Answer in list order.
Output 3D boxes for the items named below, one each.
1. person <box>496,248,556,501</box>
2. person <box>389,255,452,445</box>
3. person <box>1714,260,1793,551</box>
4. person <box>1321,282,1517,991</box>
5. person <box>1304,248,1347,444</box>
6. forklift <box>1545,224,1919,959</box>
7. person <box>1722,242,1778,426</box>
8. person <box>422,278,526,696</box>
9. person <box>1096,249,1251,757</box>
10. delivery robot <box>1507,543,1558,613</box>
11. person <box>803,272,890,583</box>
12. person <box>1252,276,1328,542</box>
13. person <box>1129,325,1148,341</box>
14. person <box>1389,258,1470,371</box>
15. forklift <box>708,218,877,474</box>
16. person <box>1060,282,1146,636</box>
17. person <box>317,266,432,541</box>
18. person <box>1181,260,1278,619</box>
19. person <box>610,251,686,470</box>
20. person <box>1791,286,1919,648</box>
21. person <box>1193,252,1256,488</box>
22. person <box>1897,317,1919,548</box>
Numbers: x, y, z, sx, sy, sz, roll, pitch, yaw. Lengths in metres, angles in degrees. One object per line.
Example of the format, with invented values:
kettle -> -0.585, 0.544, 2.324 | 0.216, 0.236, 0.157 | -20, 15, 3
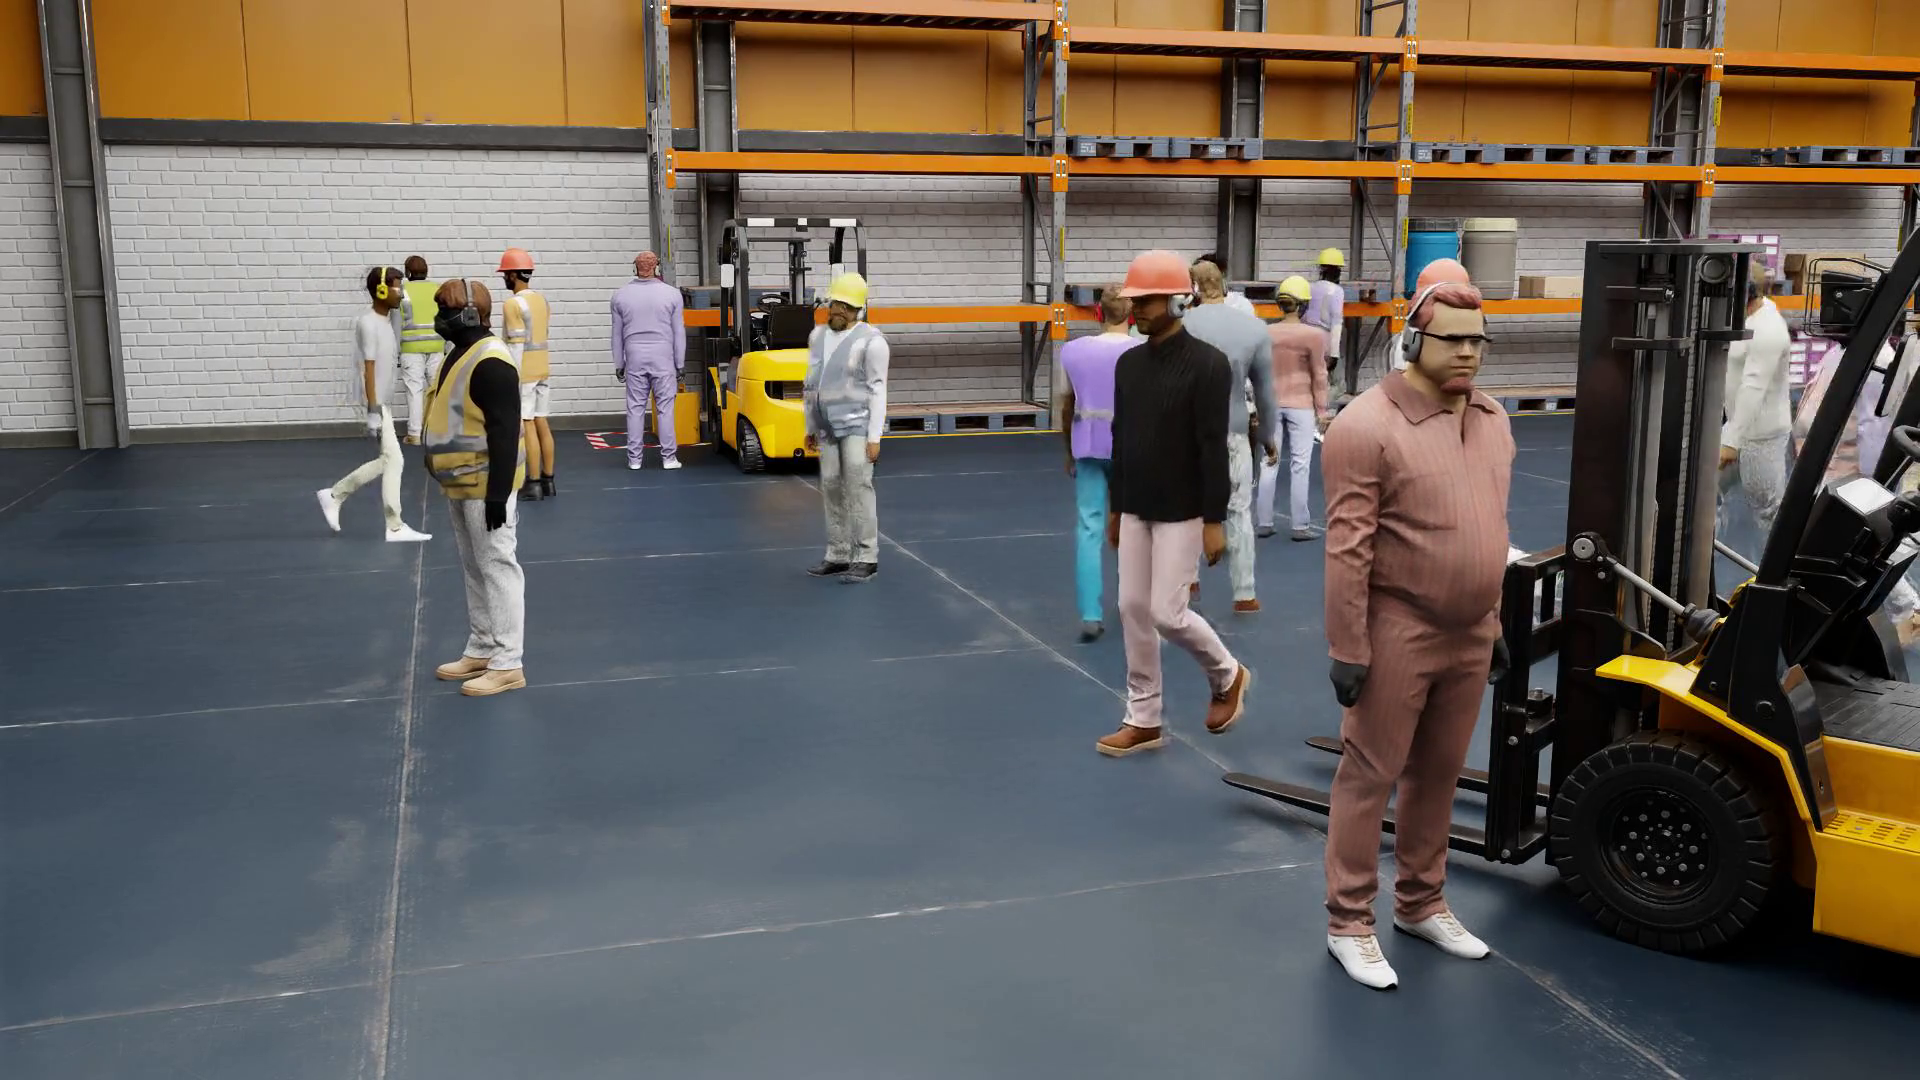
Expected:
person -> -3.354, -1.264, 12.786 | 0.379, 1.937, 0.547 | 3, 11, 14
person -> -5.273, -1.852, 16.269 | 0.626, 1.846, 0.429 | -8, 13, -38
person -> 4.139, -0.548, 8.943 | 0.847, 1.901, 0.652 | 1, 10, 5
person -> 1.274, 0.257, 4.537 | 0.650, 1.904, 0.401 | -6, 12, -31
person -> 3.530, -1.868, 16.160 | 0.455, 1.915, 0.585 | -5, 11, -26
forklift -> 2.909, 0.117, 4.508 | 2.313, 2.155, 1.214 | 9, 14, 40
person -> 5.438, -1.109, 11.650 | 1.010, 2.000, 0.698 | -5, 11, -25
person -> -2.155, -0.235, 7.408 | 0.430, 1.845, 0.624 | -6, 12, -31
person -> 0.828, -0.135, 6.489 | 0.575, 1.974, 0.635 | -7, 13, -34
delivery robot -> 2.652, 0.177, 8.420 | 0.707, 0.478, 0.477 | 5, 11, 24
person -> -0.685, -0.648, 9.780 | 0.629, 1.813, 0.404 | 10, 14, 42
person -> 2.210, -0.873, 11.117 | 0.531, 1.766, 0.328 | 7, 13, 36
person -> 1.550, -1.331, 13.987 | 0.279, 1.633, 0.500 | -7, 12, -32
person -> 2.254, -0.360, 7.871 | 0.453, 1.918, 0.553 | -4, 11, -19
forklift -> -1.522, -1.778, 14.899 | 1.214, 2.155, 2.313 | -3, 11, -17
person -> 0.790, -0.430, 8.623 | 0.567, 1.797, 0.982 | 2, 11, 12
person -> -3.933, -0.892, 11.028 | 0.682, 1.841, 0.569 | -1, 10, -6
person -> 1.359, -0.539, 8.934 | 0.711, 1.890, 0.611 | 0, 10, 0
person -> -2.695, -1.549, 14.460 | 0.644, 1.900, 0.399 | 0, 10, 2
person -> 4.300, -0.326, 8.001 | 0.899, 1.814, 0.620 | 3, 11, 17
person -> 2.106, -1.319, 13.211 | 0.703, 1.902, 0.980 | 10, 14, 43
person -> 6.250, -0.737, 10.728 | 0.339, 1.620, 0.530 | -3, 11, -17
